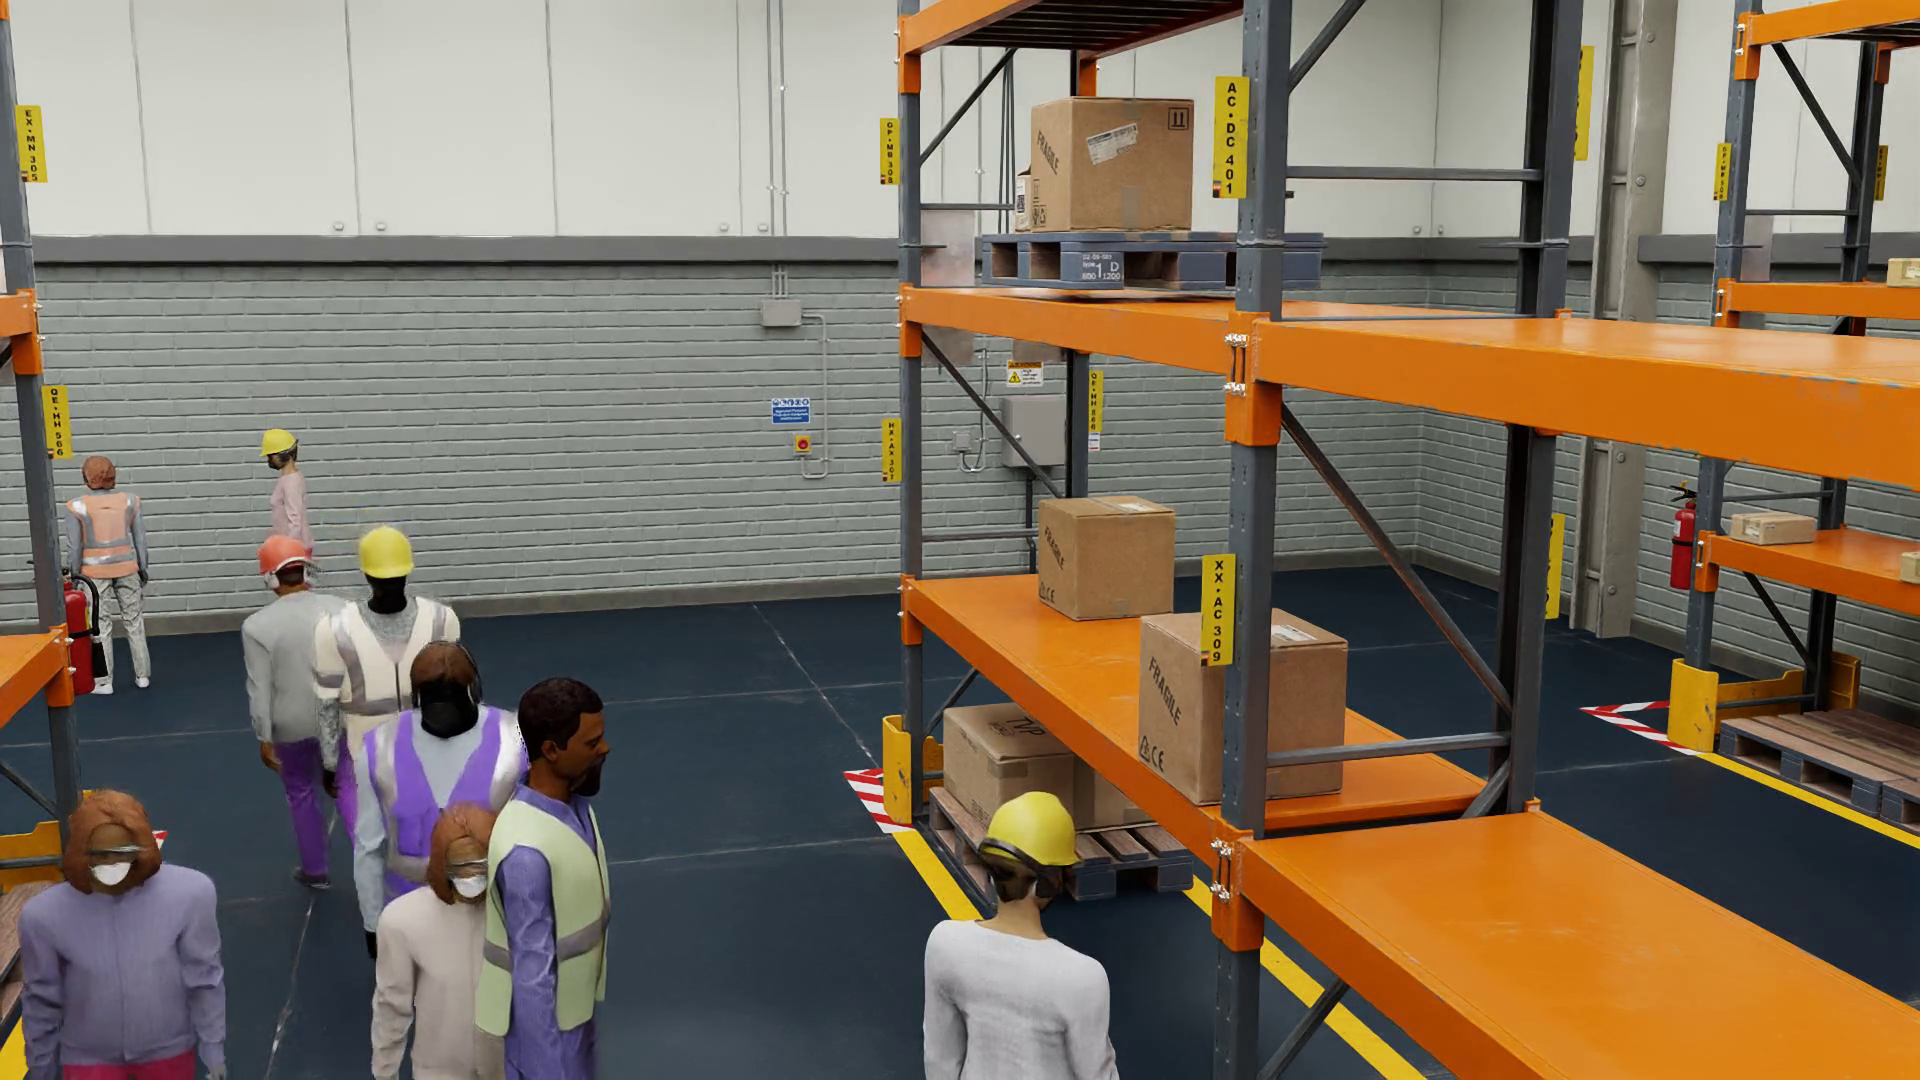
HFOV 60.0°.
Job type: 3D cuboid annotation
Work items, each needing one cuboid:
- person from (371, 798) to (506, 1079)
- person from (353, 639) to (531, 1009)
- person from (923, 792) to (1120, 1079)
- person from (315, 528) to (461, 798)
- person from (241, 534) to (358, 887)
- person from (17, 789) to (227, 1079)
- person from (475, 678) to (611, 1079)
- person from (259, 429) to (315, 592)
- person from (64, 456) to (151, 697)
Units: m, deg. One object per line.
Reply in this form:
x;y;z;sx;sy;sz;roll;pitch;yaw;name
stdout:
-1.332;1.460;4.564;0.527;1.629;0.580;-4;11;-22;person
-1.659;1.182;5.530;0.617;1.813;0.877;-1;10;-5;person
0.156;1.468;4.013;0.524;1.760;0.326;7;12;33;person
-2.369;0.874;7.057;0.611;1.875;0.989;-6;12;-31;person
-2.991;0.834;7.737;0.654;1.721;0.566;9;13;42;person
-2.341;1.426;4.692;0.510;1.606;0.629;-5;11;-27;person
-1.114;1.304;4.515;0.379;1.911;0.588;-1;10;-3;person
-4.804;0.078;11.934;0.325;1.760;0.523;-4;11;-21;person
-5.793;0.244;11.325;0.310;1.638;0.522;10;14;44;person
